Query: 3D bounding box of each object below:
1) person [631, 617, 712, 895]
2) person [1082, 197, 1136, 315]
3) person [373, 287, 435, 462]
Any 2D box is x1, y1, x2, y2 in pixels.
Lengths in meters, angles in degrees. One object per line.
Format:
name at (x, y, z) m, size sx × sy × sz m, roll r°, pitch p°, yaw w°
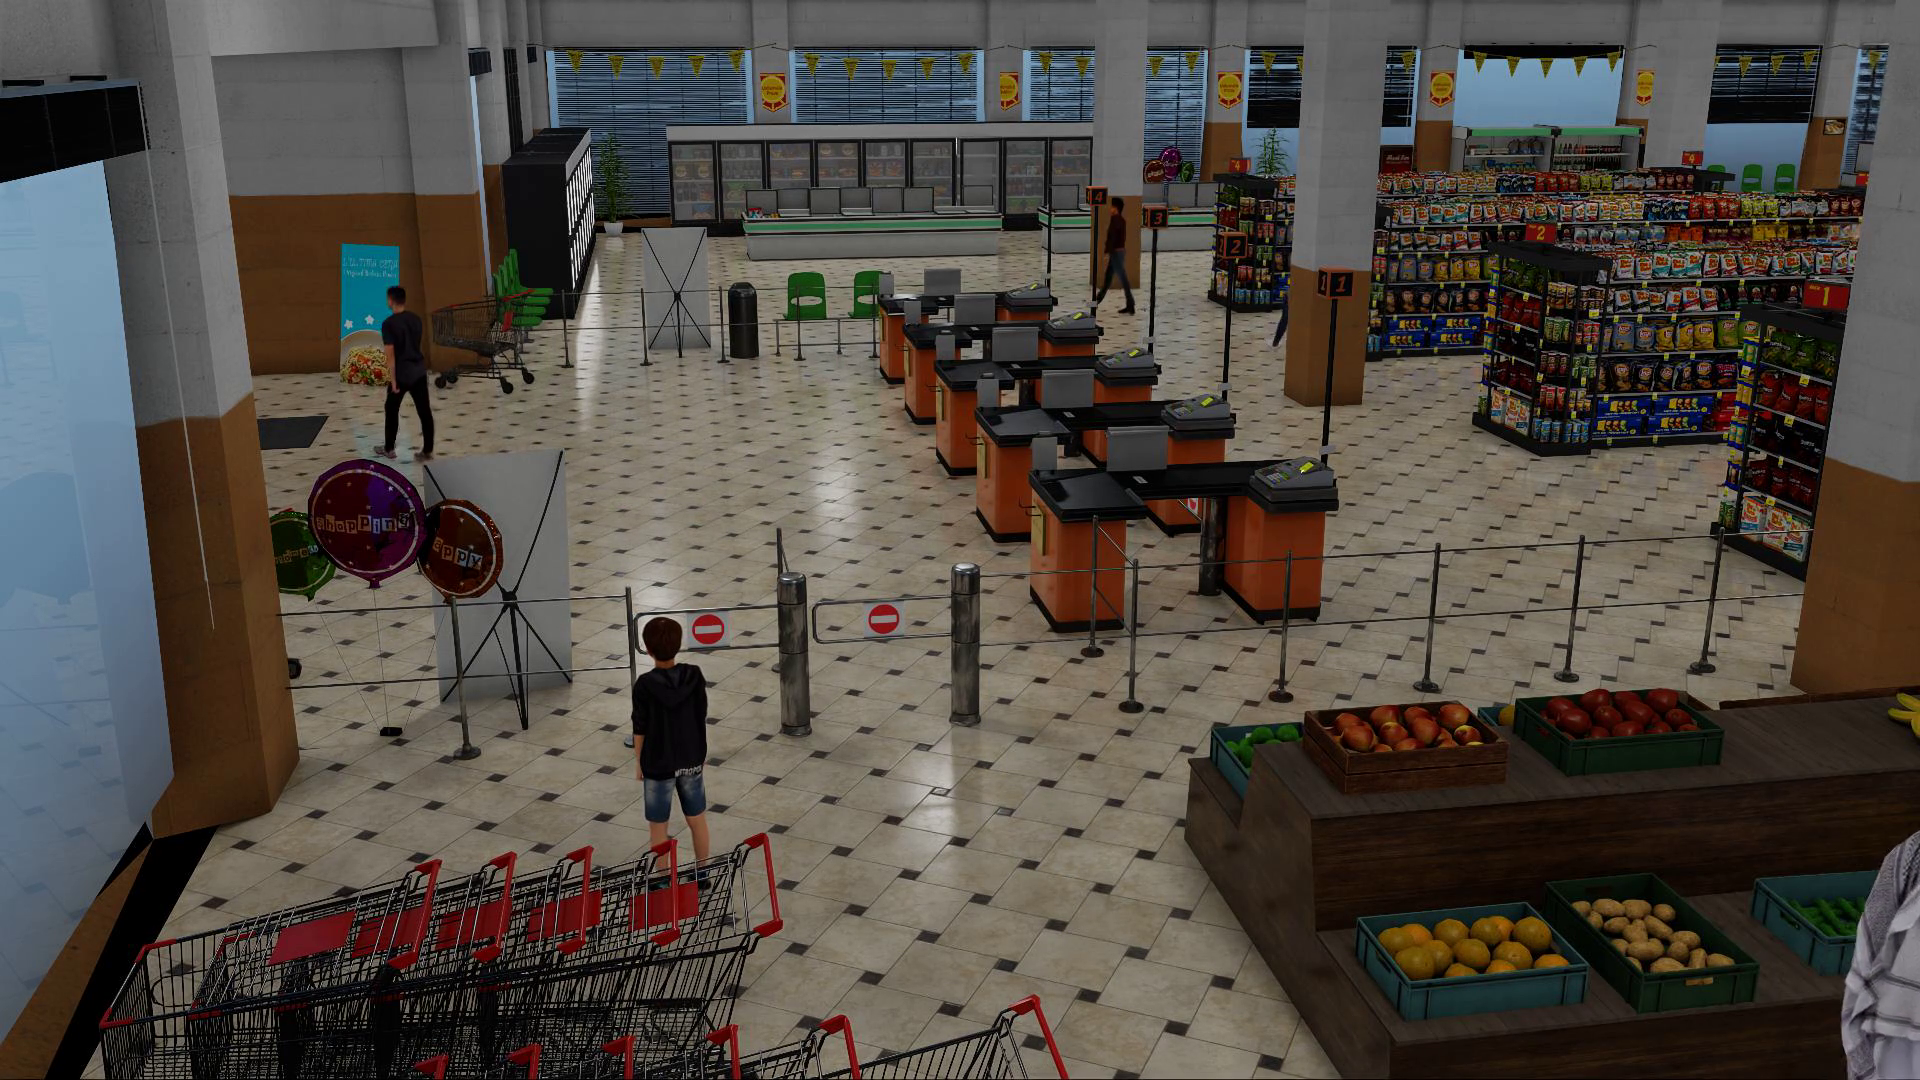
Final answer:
person at (-1.413, 1.070, 8.156) m, size 0.538 × 1.445 × 0.653 m, roll -9°, pitch 19°, yaw -27°
person at (2.477, -4.281, 25.271) m, size 1.179 × 1.739 × 0.959 m, roll 4°, pitch 17°, yaw 13°
person at (-5.404, -1.609, 16.472) m, size 1.040 × 1.740 × 0.981 m, roll 12°, pitch 21°, yaw 34°
